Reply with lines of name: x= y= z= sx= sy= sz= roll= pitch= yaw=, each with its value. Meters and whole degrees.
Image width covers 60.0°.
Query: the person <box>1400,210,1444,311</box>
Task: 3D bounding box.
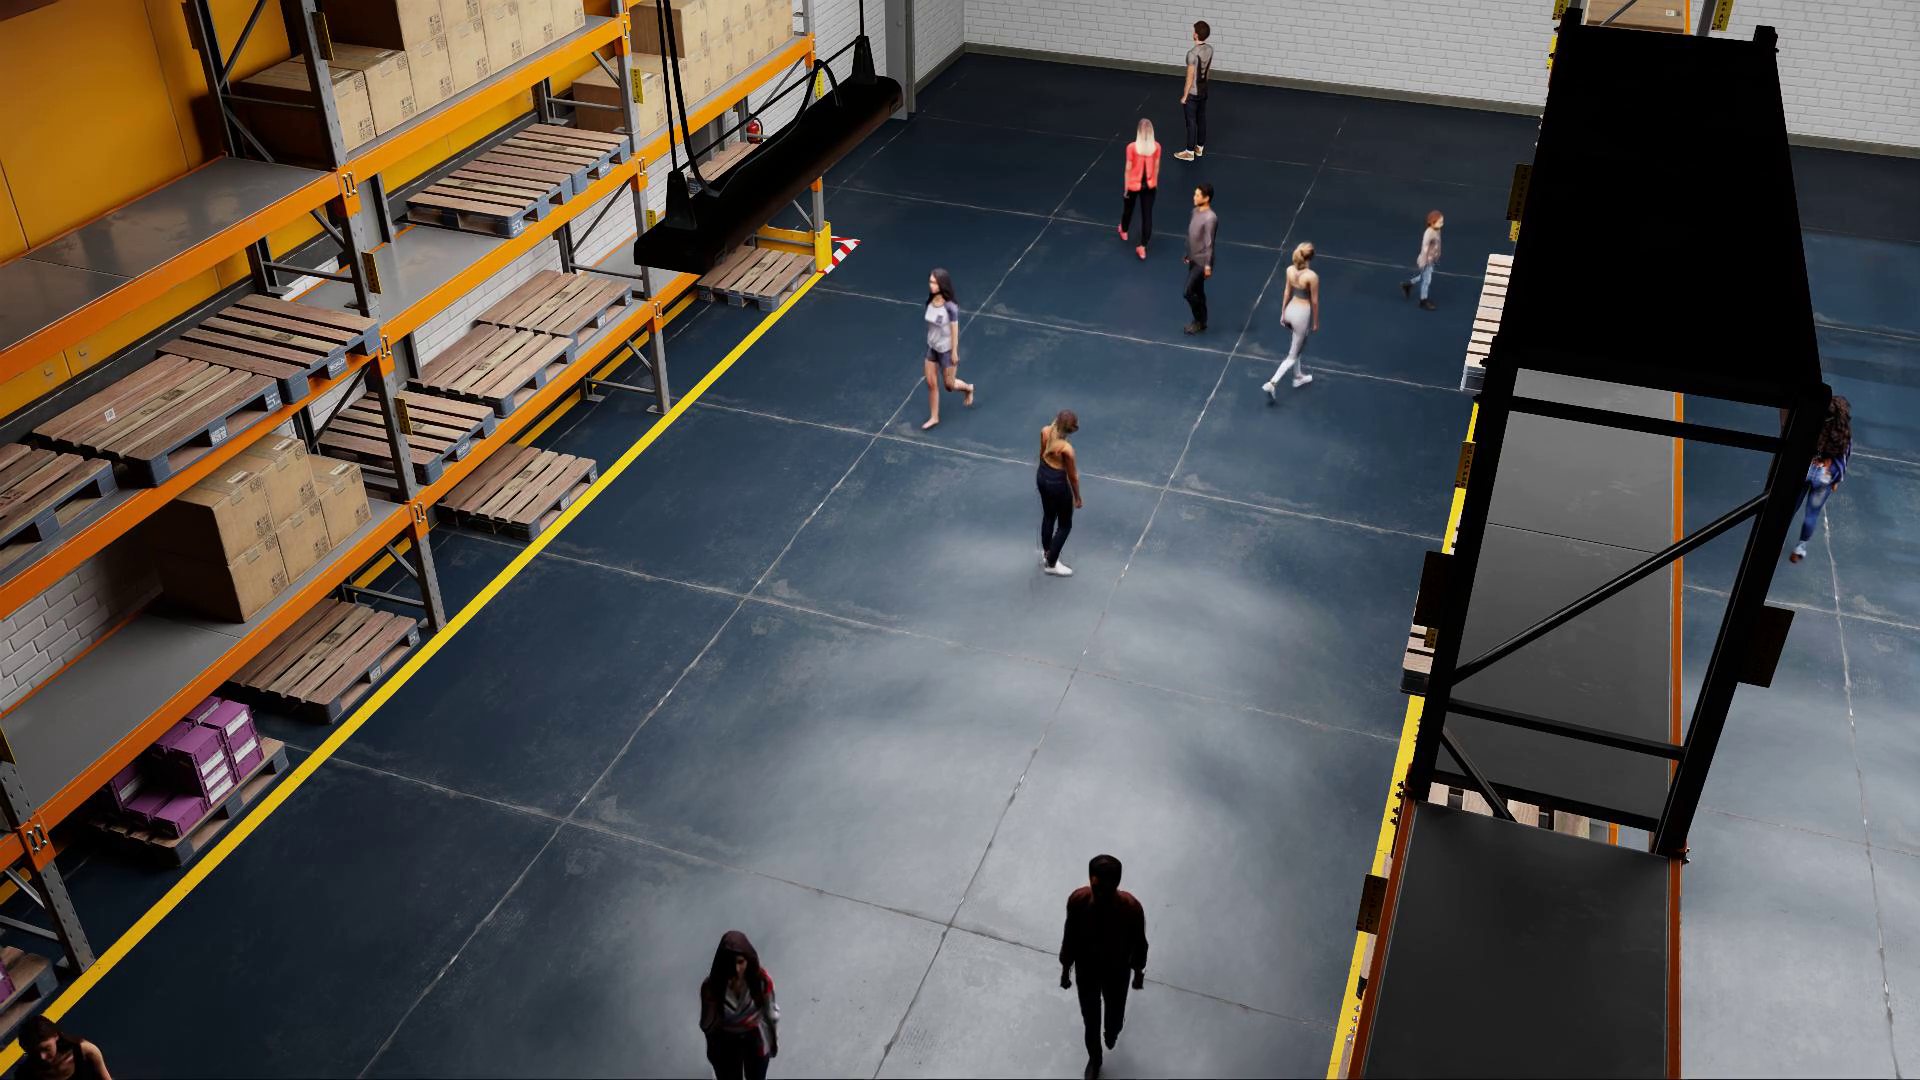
person: x=5.329 y=-3.240 z=19.083 sx=0.661 sy=1.187 sz=0.703 roll=22 pitch=40 yaw=30

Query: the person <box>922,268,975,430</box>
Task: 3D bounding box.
person: x=-0.126 y=-1.938 z=16.667 sx=0.813 sy=1.692 sz=0.997 roll=28 pitch=43 yaw=35

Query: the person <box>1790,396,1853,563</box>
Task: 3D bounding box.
person: x=7.519 y=-0.553 z=14.649 sx=0.680 sy=1.620 sz=0.656 roll=24 pitch=40 yaw=31

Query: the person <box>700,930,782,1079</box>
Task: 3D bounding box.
person: x=-1.272 y=2.812 z=9.596 sx=0.725 sy=1.609 sz=0.761 roll=-8 pitch=34 yaw=-11

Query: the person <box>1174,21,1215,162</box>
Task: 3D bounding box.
person: x=3.254 y=-6.184 z=22.871 sx=0.783 sy=1.897 sz=0.651 roll=28 pitch=43 yaw=36

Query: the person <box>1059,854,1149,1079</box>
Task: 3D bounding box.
person: x=0.862 y=2.489 z=9.938 sx=0.698 sy=1.769 sz=0.736 roll=8 pitch=34 yaw=11

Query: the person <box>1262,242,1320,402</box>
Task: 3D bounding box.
person: x=3.426 y=-2.232 z=17.121 sx=1.138 sy=1.680 sz=0.952 roll=-22 pitch=40 yaw=-30

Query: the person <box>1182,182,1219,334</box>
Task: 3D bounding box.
person: x=2.736 y=-3.089 z=18.341 sx=0.840 sy=1.757 sz=0.729 roll=-18 pitch=37 yaw=-25

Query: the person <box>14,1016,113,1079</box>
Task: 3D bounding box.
person: x=-4.767 y=3.130 z=9.076 sx=1.113 sy=1.656 sz=1.084 roll=-19 pitch=38 yaw=-27

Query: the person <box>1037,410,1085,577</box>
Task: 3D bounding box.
person: x=0.822 y=-0.473 z=14.542 sx=0.758 sy=1.606 sz=0.756 roll=22 pitch=39 yaw=29

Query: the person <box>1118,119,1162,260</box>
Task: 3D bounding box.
person: x=2.215 y=-4.217 z=20.123 sx=0.922 sy=1.662 sz=1.113 roll=-5 pitch=34 yaw=-7
